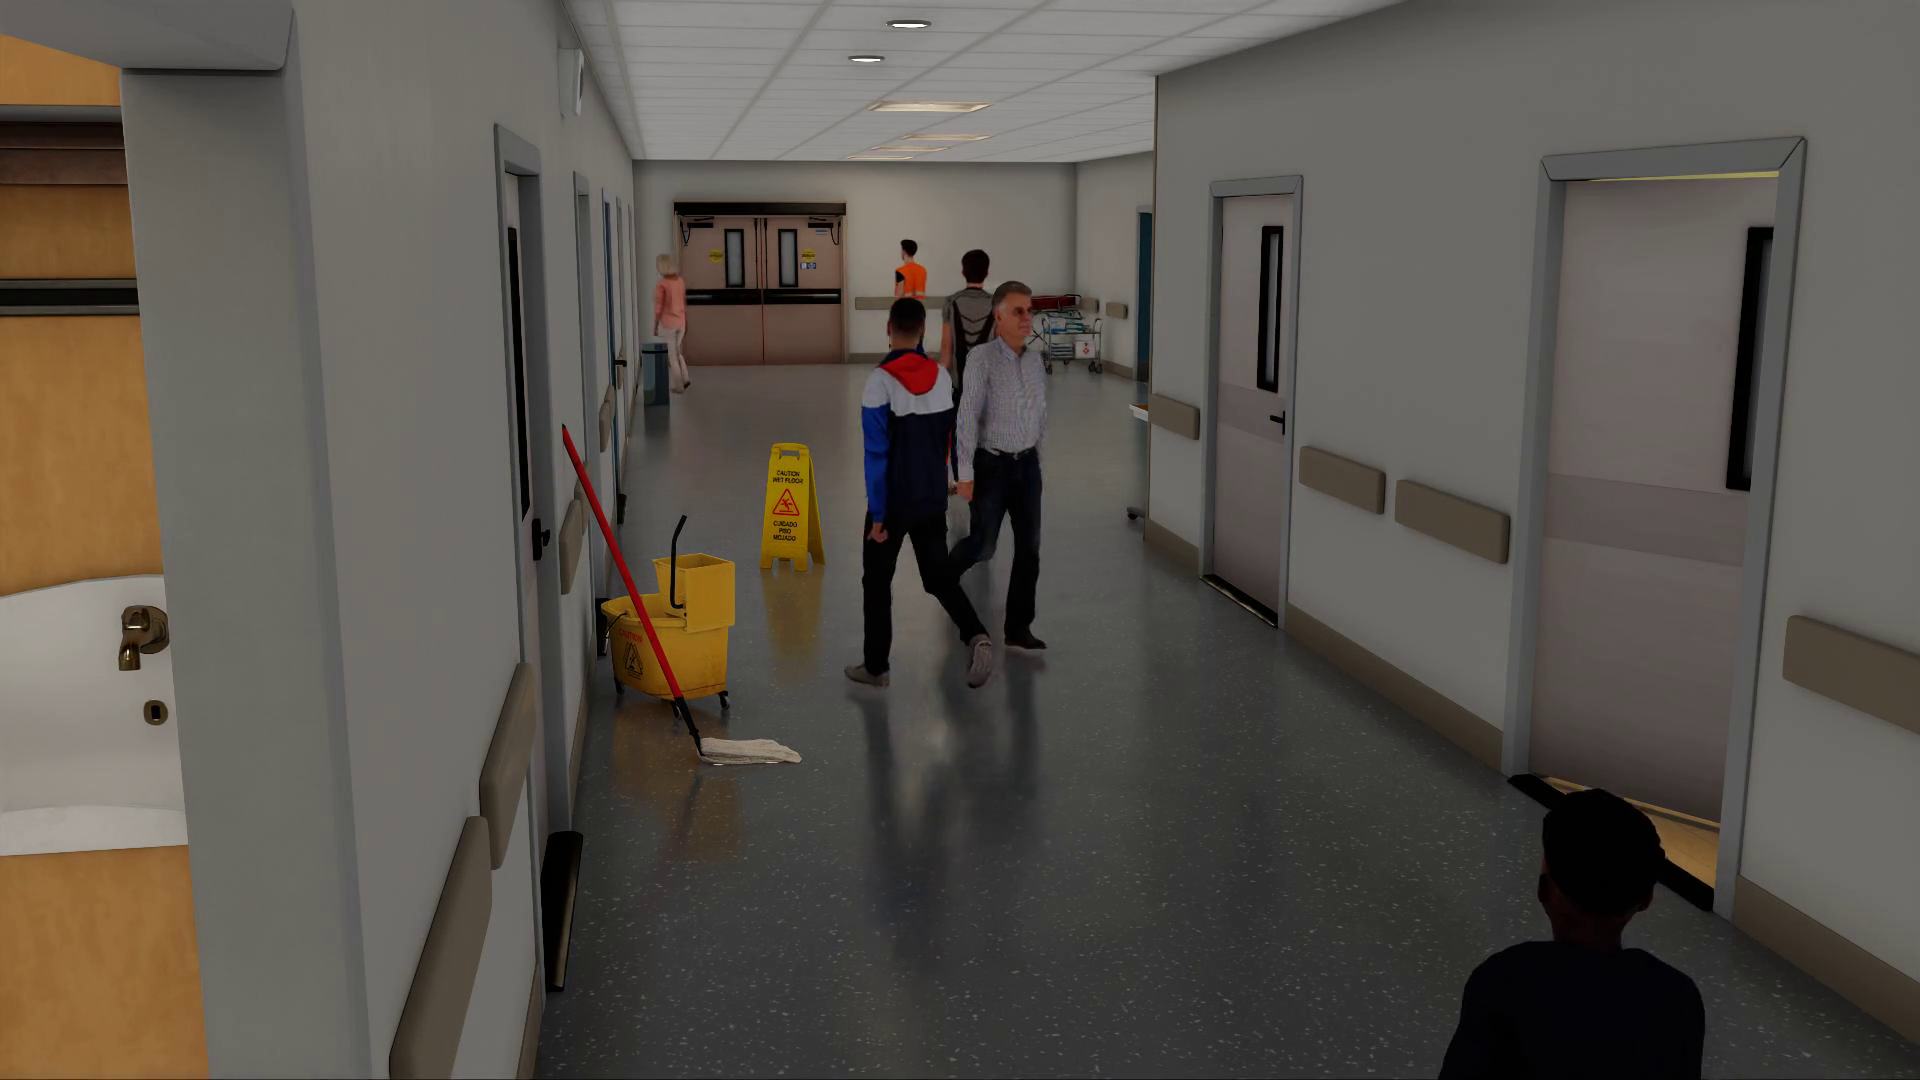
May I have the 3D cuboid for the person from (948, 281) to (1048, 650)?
[{"bbox_3d":[0.165,-0.360,8.165,0.979,1.792,1.147,-10,14,-42],"label":"person"}]

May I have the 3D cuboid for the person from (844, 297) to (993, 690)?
[{"bbox_3d":[-0.162,-0.166,7.289,0.916,1.738,1.111,-9,14,-38],"label":"person"}]

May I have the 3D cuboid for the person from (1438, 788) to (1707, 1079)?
[{"bbox_3d":[0.898,1.010,2.415,0.586,1.244,0.865,-1,11,-4],"label":"person"}]

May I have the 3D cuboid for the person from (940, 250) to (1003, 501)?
[{"bbox_3d":[0.101,-1.144,12.076,0.732,1.874,0.852,-1,11,-4],"label":"person"}]

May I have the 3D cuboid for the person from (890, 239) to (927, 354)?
[{"bbox_3d":[-0.554,-2.805,20.846,0.843,1.869,0.904,-9,14,-39],"label":"person"}]

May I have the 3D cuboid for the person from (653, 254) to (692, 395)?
[{"bbox_3d":[-3.465,-2.634,20.378,0.788,1.707,0.734,8,13,37],"label":"person"}]
